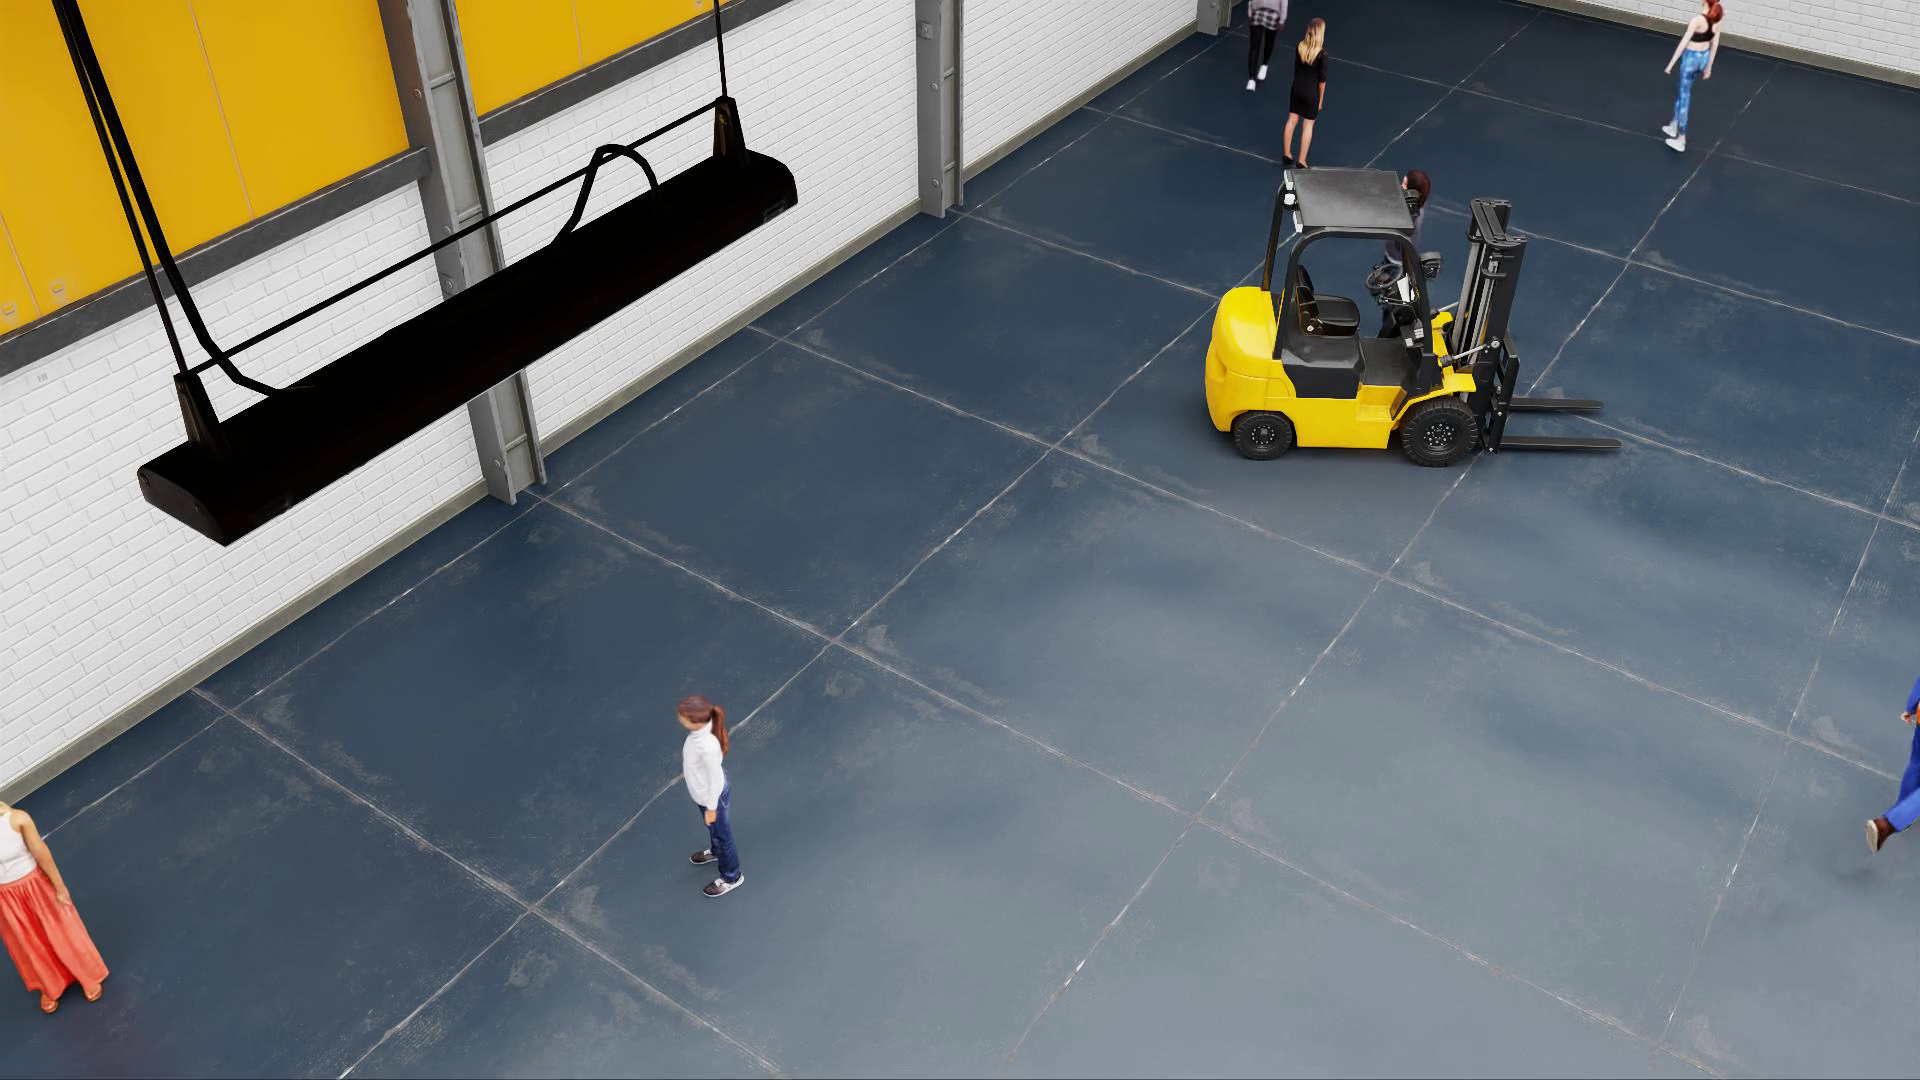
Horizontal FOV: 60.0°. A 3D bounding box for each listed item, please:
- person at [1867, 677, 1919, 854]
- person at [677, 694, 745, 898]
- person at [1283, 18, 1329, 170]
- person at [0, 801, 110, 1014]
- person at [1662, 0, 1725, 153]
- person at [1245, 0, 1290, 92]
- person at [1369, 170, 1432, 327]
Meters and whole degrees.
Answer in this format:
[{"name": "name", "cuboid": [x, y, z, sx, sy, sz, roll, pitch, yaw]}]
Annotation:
[{"name": "person", "cuboid": [5.971, 1.199, 10.129, 1.143, 1.847, 0.937, -23, 44, -26]}, {"name": "person", "cuboid": [-1.494, 1.492, 9.995, 0.664, 1.558, 0.626, -14, 41, -17]}, {"name": "person", "cuboid": [3.673, -4.736, 17.700, 0.569, 1.674, 0.525, 31, 48, 33]}, {"name": "person", "cuboid": [-5.216, 1.941, 9.238, 0.693, 1.800, 0.782, -13, 40, -15]}, {"name": "person", "cuboid": [7.998, -5.069, 18.042, 0.818, 1.768, 0.850, -14, 41, -17]}, {"name": "person", "cuboid": [3.612, -6.173, 19.457, 0.864, 1.728, 1.194, 11, 40, 13]}, {"name": "person", "cuboid": [3.983, -2.496, 14.825, 0.916, 1.762, 0.866, -3, 39, -4]}]
